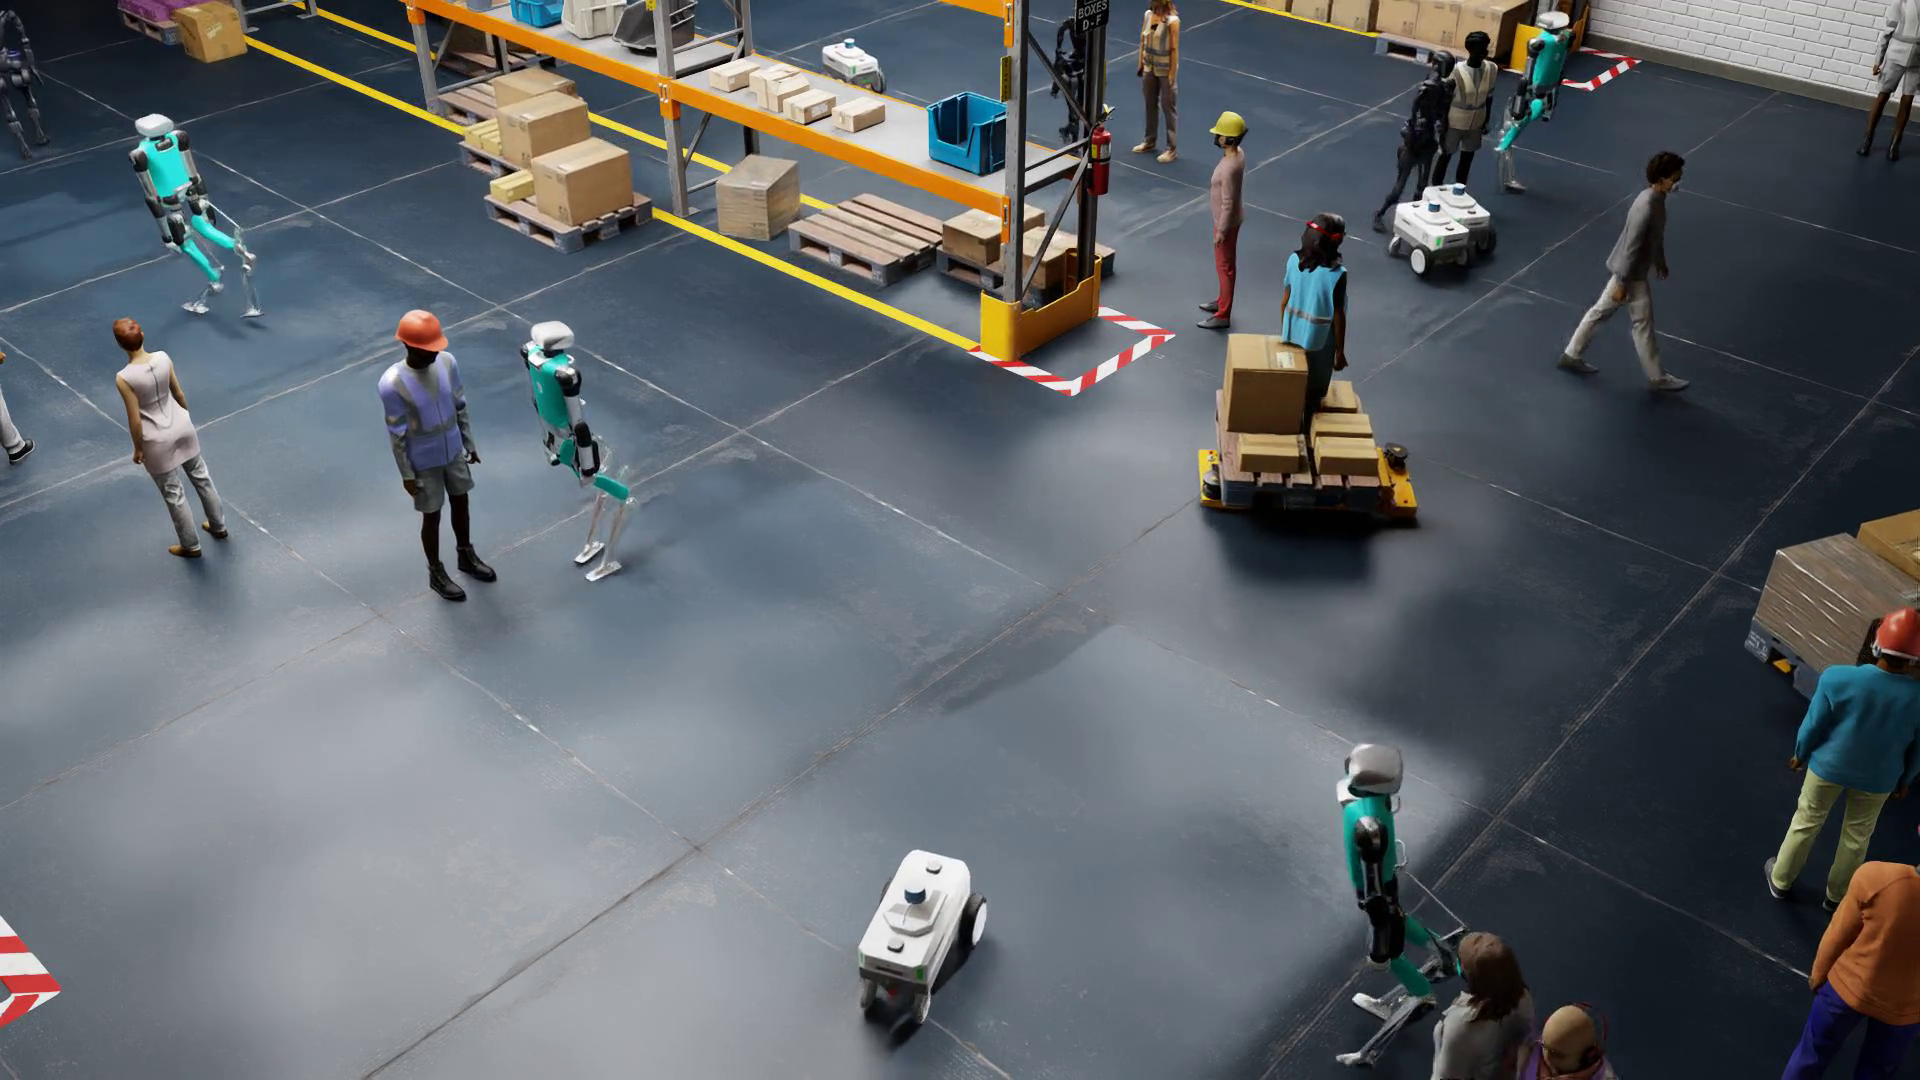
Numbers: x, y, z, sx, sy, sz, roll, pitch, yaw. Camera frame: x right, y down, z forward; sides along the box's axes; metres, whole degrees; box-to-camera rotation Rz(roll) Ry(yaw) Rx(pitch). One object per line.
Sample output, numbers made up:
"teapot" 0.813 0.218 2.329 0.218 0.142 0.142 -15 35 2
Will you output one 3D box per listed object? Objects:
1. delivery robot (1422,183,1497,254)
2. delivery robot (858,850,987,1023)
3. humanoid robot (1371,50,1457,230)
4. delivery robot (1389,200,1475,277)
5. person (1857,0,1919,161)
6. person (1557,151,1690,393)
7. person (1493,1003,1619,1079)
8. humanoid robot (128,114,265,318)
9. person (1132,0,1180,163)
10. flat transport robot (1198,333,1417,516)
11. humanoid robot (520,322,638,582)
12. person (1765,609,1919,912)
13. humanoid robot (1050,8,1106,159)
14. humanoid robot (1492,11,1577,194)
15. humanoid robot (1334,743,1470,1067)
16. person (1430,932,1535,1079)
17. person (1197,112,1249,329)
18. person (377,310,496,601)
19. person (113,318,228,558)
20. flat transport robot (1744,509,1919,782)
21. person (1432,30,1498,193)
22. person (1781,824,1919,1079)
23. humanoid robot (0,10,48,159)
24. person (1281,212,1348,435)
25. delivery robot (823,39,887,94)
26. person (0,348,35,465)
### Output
"delivery robot" 4.367 -2.848 14.678 0.499 0.586 0.783 -8 35 -12
"delivery robot" -0.201 1.836 7.910 0.499 0.608 0.797 11 36 16
"humanoid robot" 4.027 -3.533 14.695 0.606 1.648 0.469 -25 42 -31
"delivery robot" 4.063 -2.643 14.378 0.518 0.583 0.741 -12 36 -16
"person" 9.148 -4.638 16.078 0.546 1.924 0.382 14 37 19
"person" 5.055 -1.985 12.296 0.983 1.845 0.548 15 38 21
"person" 2.108 2.353 6.191 0.890 1.641 0.504 -26 42 -32
"humanoid robot" -5.945 -2.453 13.119 1.044 1.761 0.550 14 37 20
"person" 1.904 -4.537 16.070 0.370 1.766 0.477 -26 42 -33
"flat transport robot" 2.376 -0.441 11.449 1.431 0.231 0.659 3 35 4
"humanoid robot" -2.285 -0.611 10.359 0.654 1.744 0.540 -27 43 -34
"person" 4.286 1.061 7.963 0.558 1.753 0.321 14 37 20
"humanoid robot" 1.133 -4.575 16.249 0.609 1.663 0.697 -18 39 -24
"humanoid robot" 5.181 -4.005 15.377 0.546 1.855 0.670 -18 39 -25
"humanoid robot" 1.939 1.620 7.167 0.773 1.785 0.531 3 35 4
"person" 1.974 2.162 6.470 0.526 1.635 0.511 -20 39 -26
"person" 2.079 -2.519 13.141 0.322 1.769 0.523 8 35 11
"person" -3.173 -0.525 10.116 0.388 1.922 0.559 23 41 29
"person" -5.036 -0.643 10.516 0.287 1.657 0.442 16 38 22
"flat transport robot" 5.322 0.880 9.535 0.659 0.231 1.431 -12 36 -17
"person" 4.539 -3.761 15.007 0.532 1.691 0.321 -9 36 -13
"person" 3.712 1.801 6.705 0.515 1.976 0.408 19 39 26
"humanoid robot" -9.341 -4.603 16.245 0.589 1.646 0.561 -17 38 -23
"person" 2.396 -1.346 11.351 0.389 1.870 0.529 -29 44 -35
"delivery robot" -1.169 -5.072 17.924 0.499 0.614 0.812 -21 40 -27
"person" -6.858 -1.322 11.350 0.588 1.833 0.404 -7 35 -9
